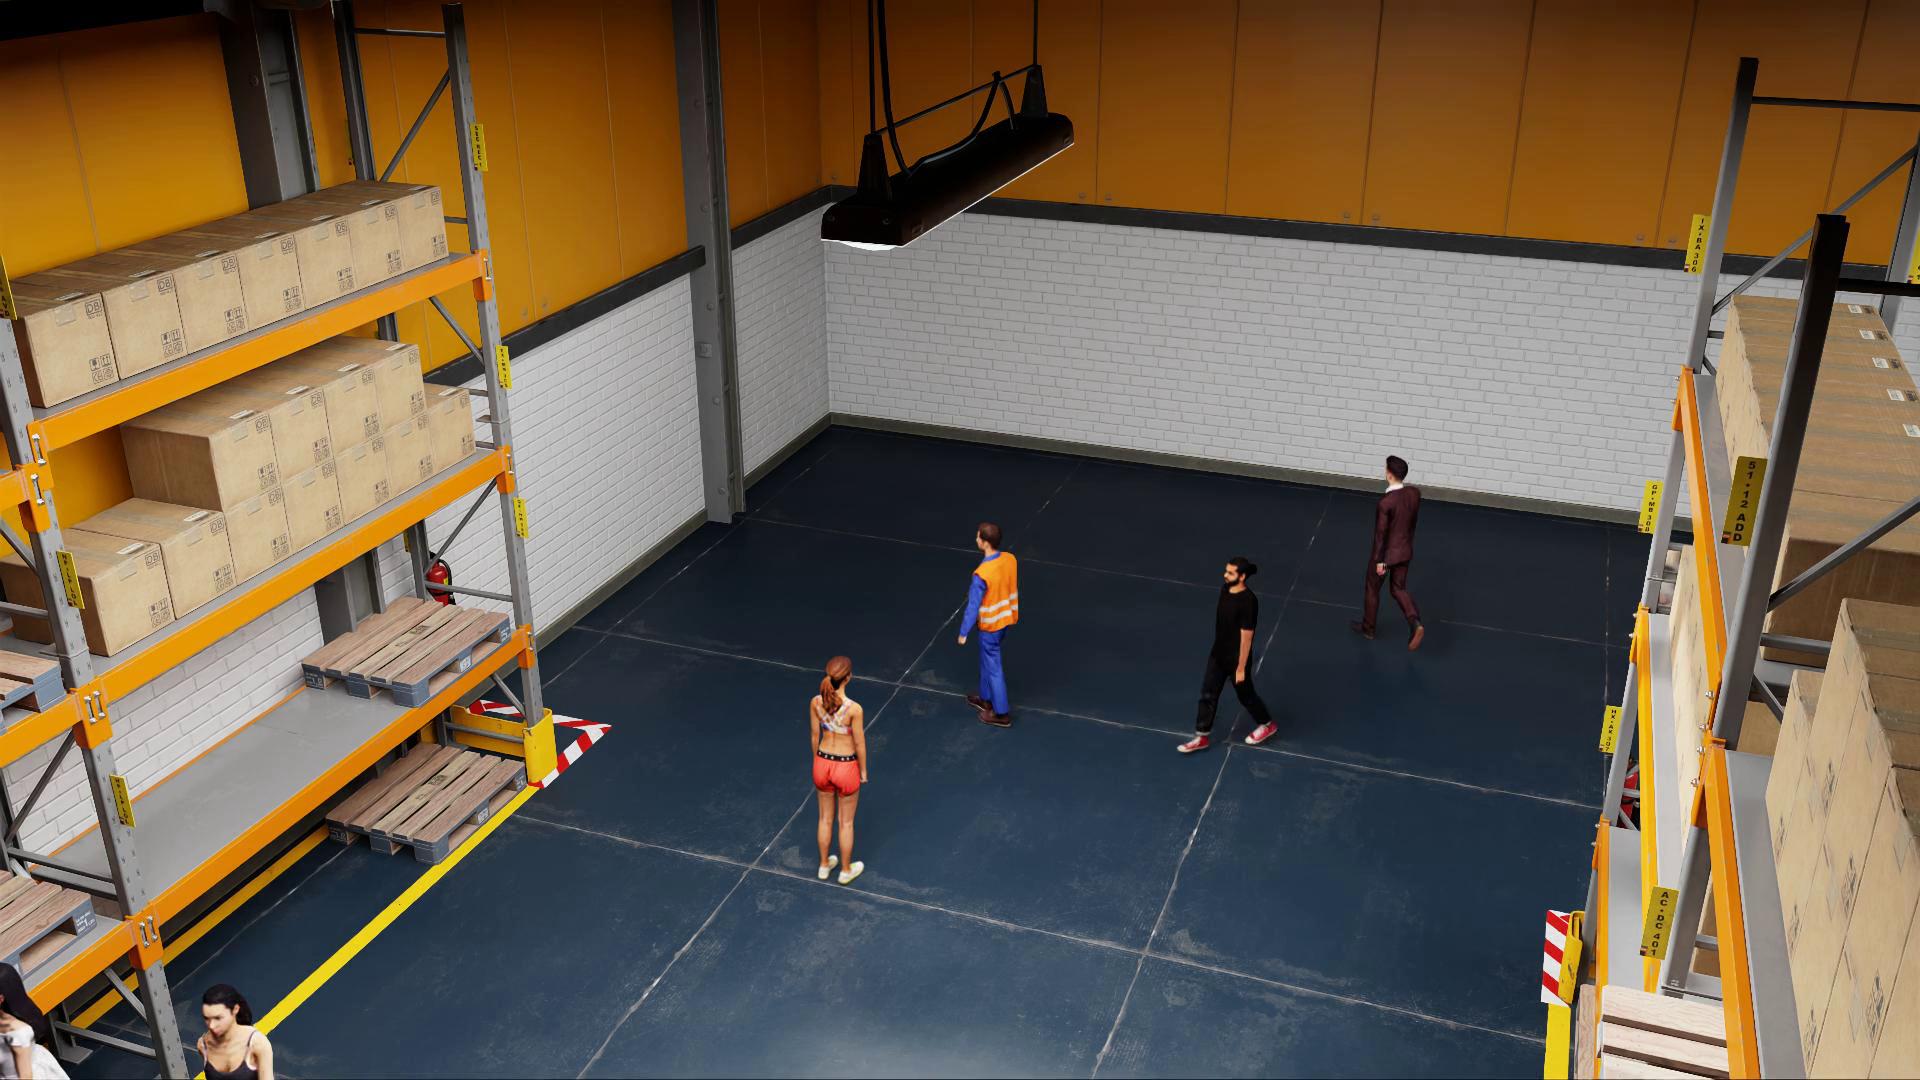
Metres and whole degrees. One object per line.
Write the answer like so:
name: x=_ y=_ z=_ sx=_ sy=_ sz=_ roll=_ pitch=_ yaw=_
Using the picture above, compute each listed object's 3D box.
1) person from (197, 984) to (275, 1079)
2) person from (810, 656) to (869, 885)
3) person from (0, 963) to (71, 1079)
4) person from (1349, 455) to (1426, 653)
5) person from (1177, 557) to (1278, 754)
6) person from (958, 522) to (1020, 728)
person: x=-3.707 y=3.036 z=8.869 sx=0.828 sy=1.687 sz=1.207 roll=0 pitch=24 yaw=0
person: x=-0.886 y=1.656 z=11.903 sx=0.560 sy=1.786 sz=0.509 roll=8 pitch=25 yaw=18
person: x=-4.933 y=2.989 z=8.874 sx=0.822 sy=1.769 sz=0.783 roll=-15 pitch=28 yaw=-30
person: x=4.028 y=0.145 z=15.288 sx=1.121 sy=1.843 sz=1.154 roll=-13 pitch=27 yaw=-26
person: x=2.312 y=0.946 z=13.599 sx=1.166 sy=1.728 sz=1.127 roll=-9 pitch=25 yaw=-21
person: x=0.339 y=0.735 z=13.929 sx=0.888 sy=1.850 sz=0.819 roll=16 pitch=28 yaw=32
